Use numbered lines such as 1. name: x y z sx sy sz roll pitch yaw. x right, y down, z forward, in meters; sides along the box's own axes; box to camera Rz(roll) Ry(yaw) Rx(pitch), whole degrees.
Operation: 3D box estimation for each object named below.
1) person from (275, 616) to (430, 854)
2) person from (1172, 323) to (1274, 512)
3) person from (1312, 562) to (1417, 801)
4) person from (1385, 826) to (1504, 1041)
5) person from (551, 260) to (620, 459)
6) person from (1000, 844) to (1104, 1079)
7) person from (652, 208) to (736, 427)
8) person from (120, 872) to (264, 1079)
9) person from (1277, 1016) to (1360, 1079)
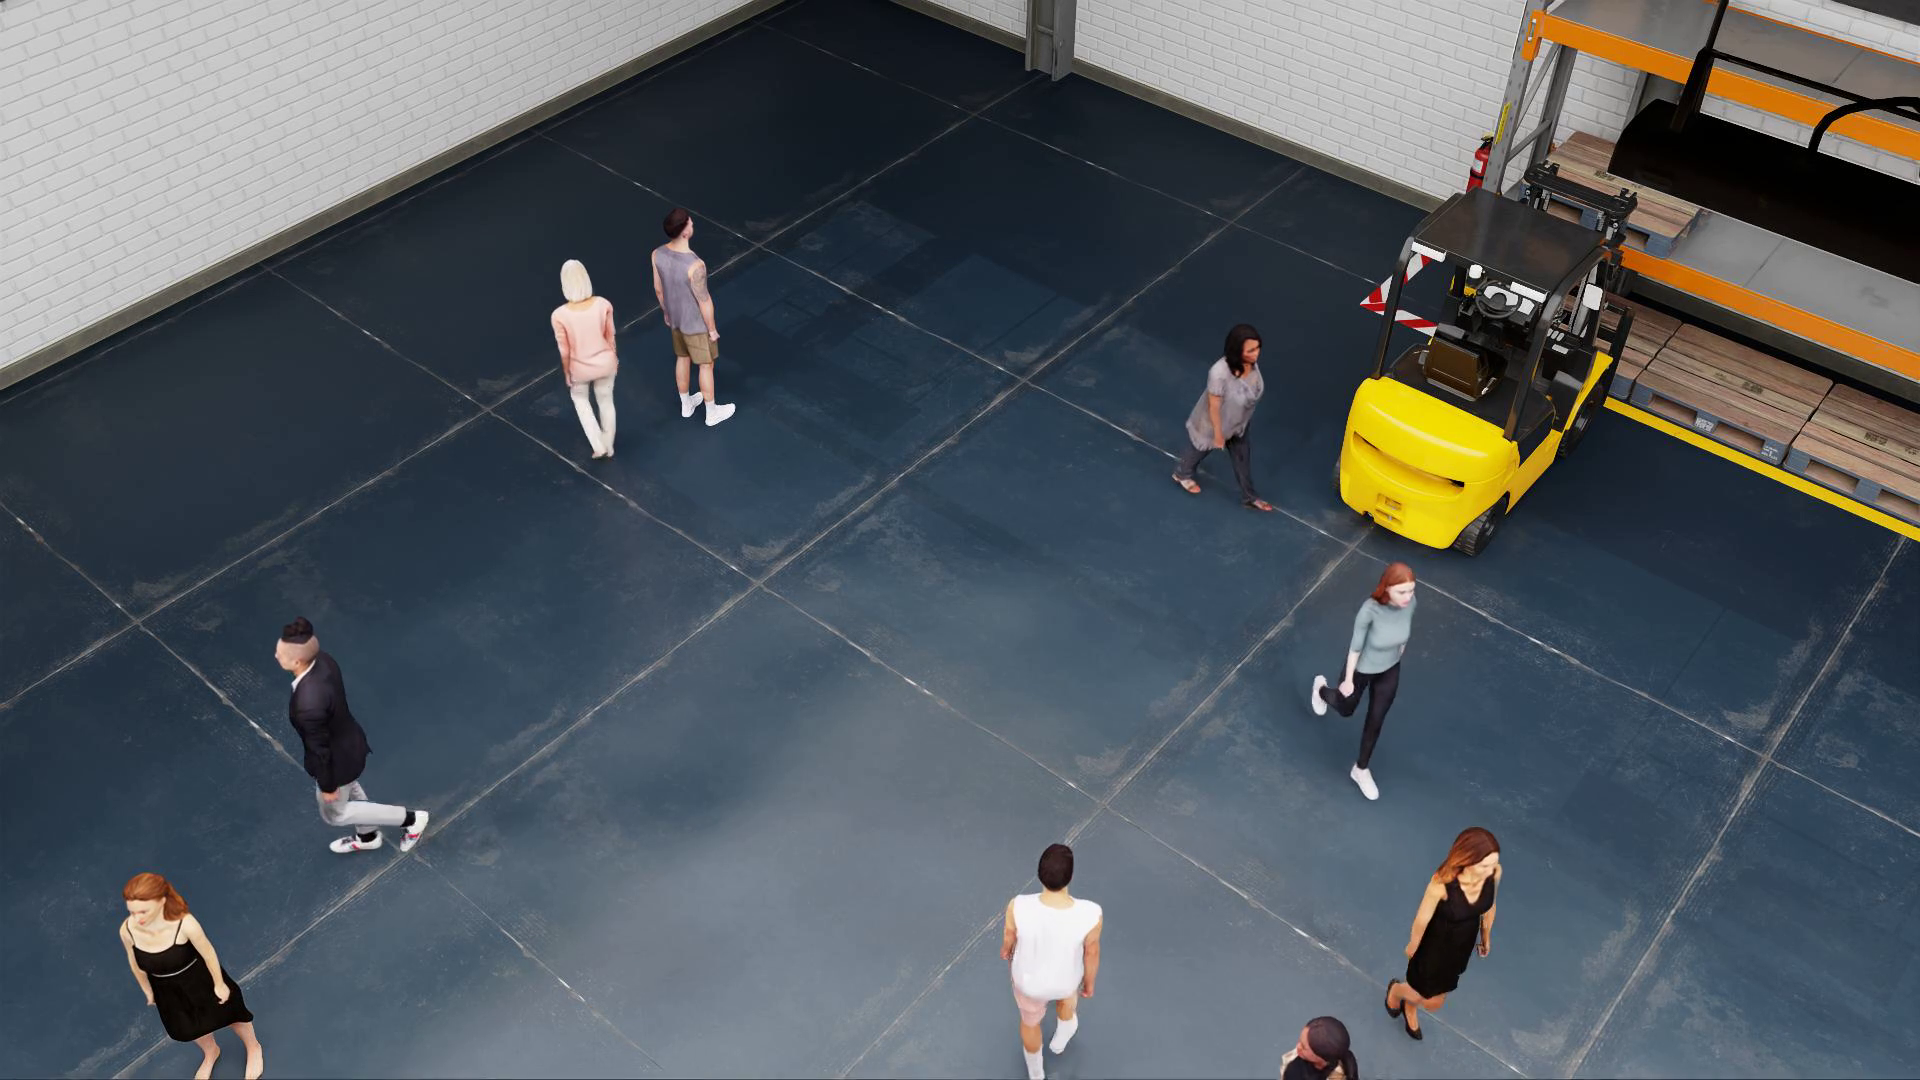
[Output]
1. person: -3.429 1.160 9.356 1.028 1.937 0.982 -10 45 -10
2. person: 1.811 -0.911 11.801 0.691 1.565 1.055 -34 53 -31
3. person: 2.410 0.742 9.951 0.954 1.723 1.128 -13 45 -13
4. person: 2.434 1.997 8.559 0.705 1.825 0.760 -19 47 -19
5. person: -2.644 -1.233 12.029 0.742 1.715 0.811 -17 46 -17
6. person: 0.433 2.221 8.362 0.787 1.772 0.856 1 44 1
7. person: -2.015 -1.661 12.396 0.541 1.845 0.738 22 48 22
8. person: -3.921 2.232 8.457 0.678 1.625 0.737 -4 44 -4
9. person: 1.690 2.756 7.794 0.740 1.781 0.677 -5 44 -5
